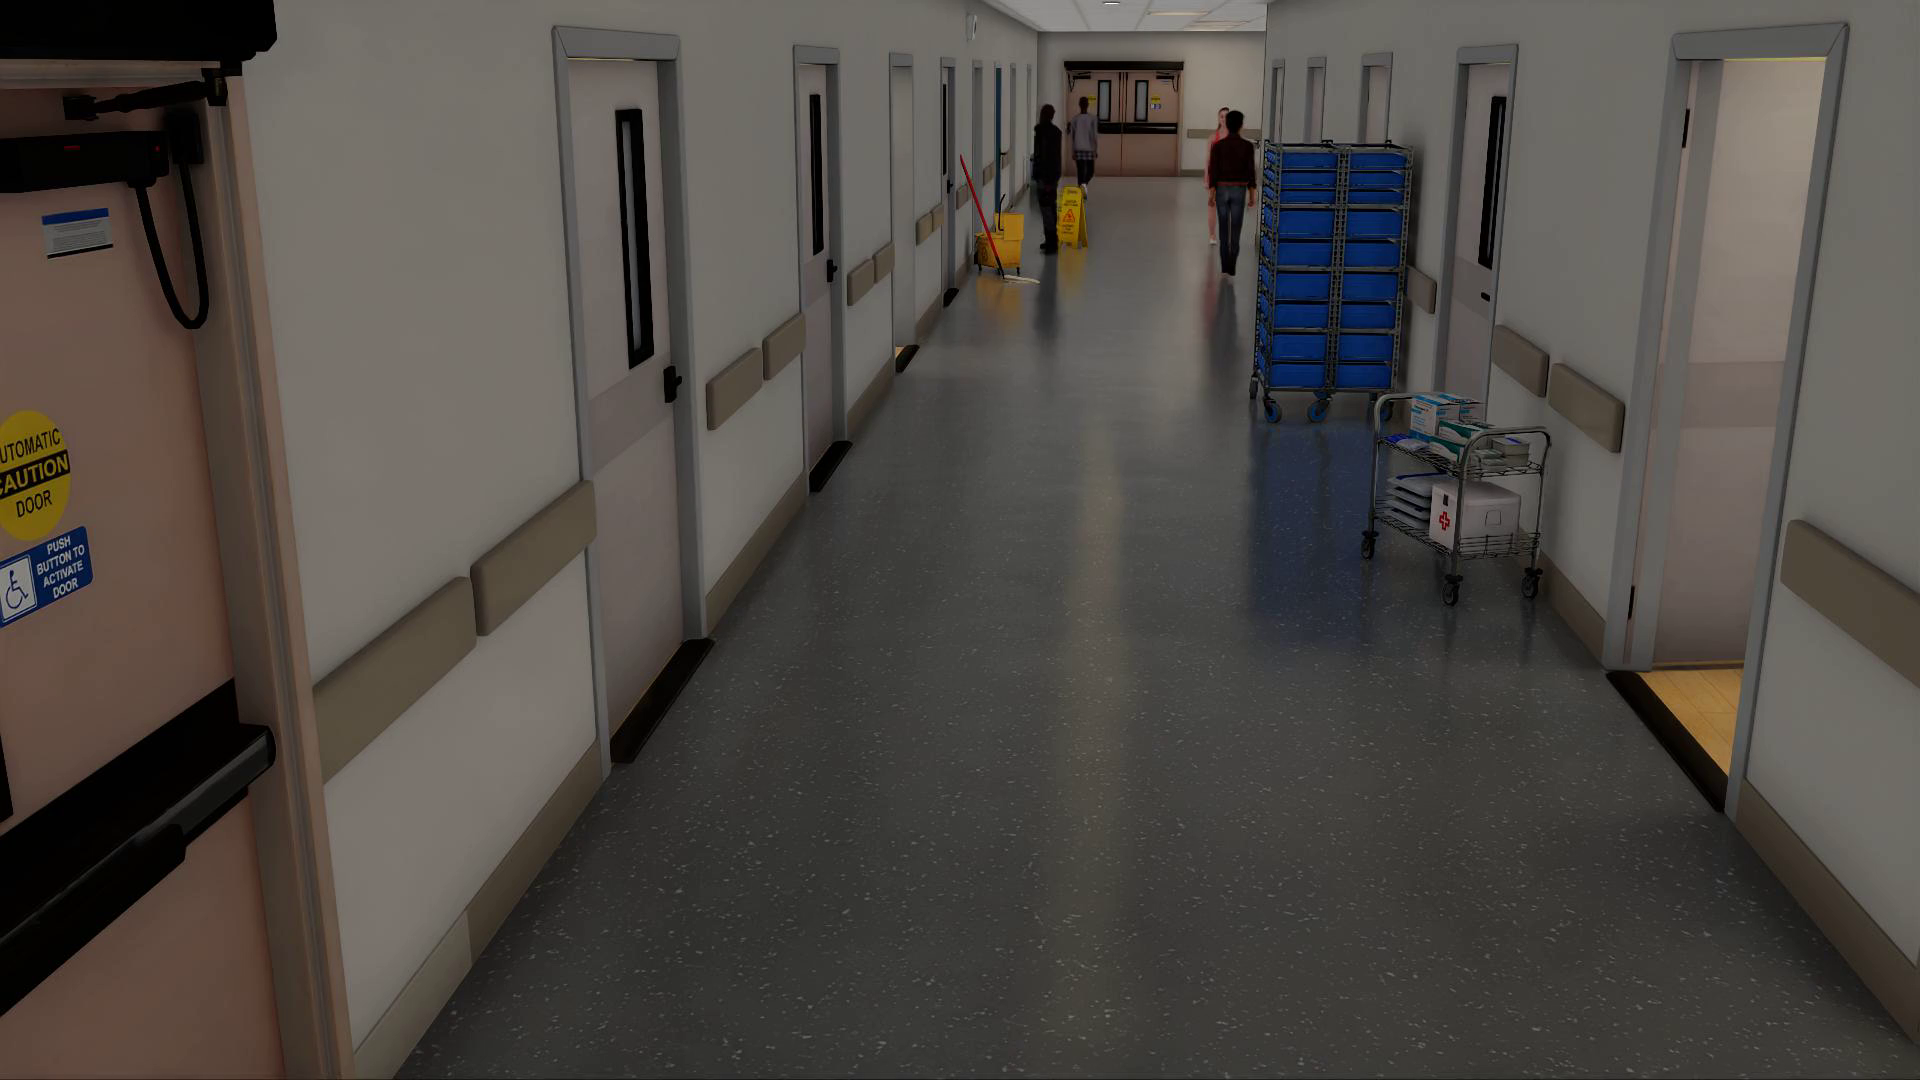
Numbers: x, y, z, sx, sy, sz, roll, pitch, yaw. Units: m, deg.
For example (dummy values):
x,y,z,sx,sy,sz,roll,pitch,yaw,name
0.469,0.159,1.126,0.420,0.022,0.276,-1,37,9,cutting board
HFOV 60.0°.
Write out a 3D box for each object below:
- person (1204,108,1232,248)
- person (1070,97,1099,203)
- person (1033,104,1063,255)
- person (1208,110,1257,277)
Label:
x,y,z,sx,sy,sz,roll,pitch,yaw,name
3.304,-4.579,21.118,0.643,1.713,1.117,0,16,0,person
2.107,-6.619,28.262,0.708,1.763,0.929,4,16,13,person
1.128,-4.460,20.560,0.964,1.786,0.541,-1,16,-5,person
2.939,-3.711,17.981,0.713,1.745,1.148,3,16,10,person
